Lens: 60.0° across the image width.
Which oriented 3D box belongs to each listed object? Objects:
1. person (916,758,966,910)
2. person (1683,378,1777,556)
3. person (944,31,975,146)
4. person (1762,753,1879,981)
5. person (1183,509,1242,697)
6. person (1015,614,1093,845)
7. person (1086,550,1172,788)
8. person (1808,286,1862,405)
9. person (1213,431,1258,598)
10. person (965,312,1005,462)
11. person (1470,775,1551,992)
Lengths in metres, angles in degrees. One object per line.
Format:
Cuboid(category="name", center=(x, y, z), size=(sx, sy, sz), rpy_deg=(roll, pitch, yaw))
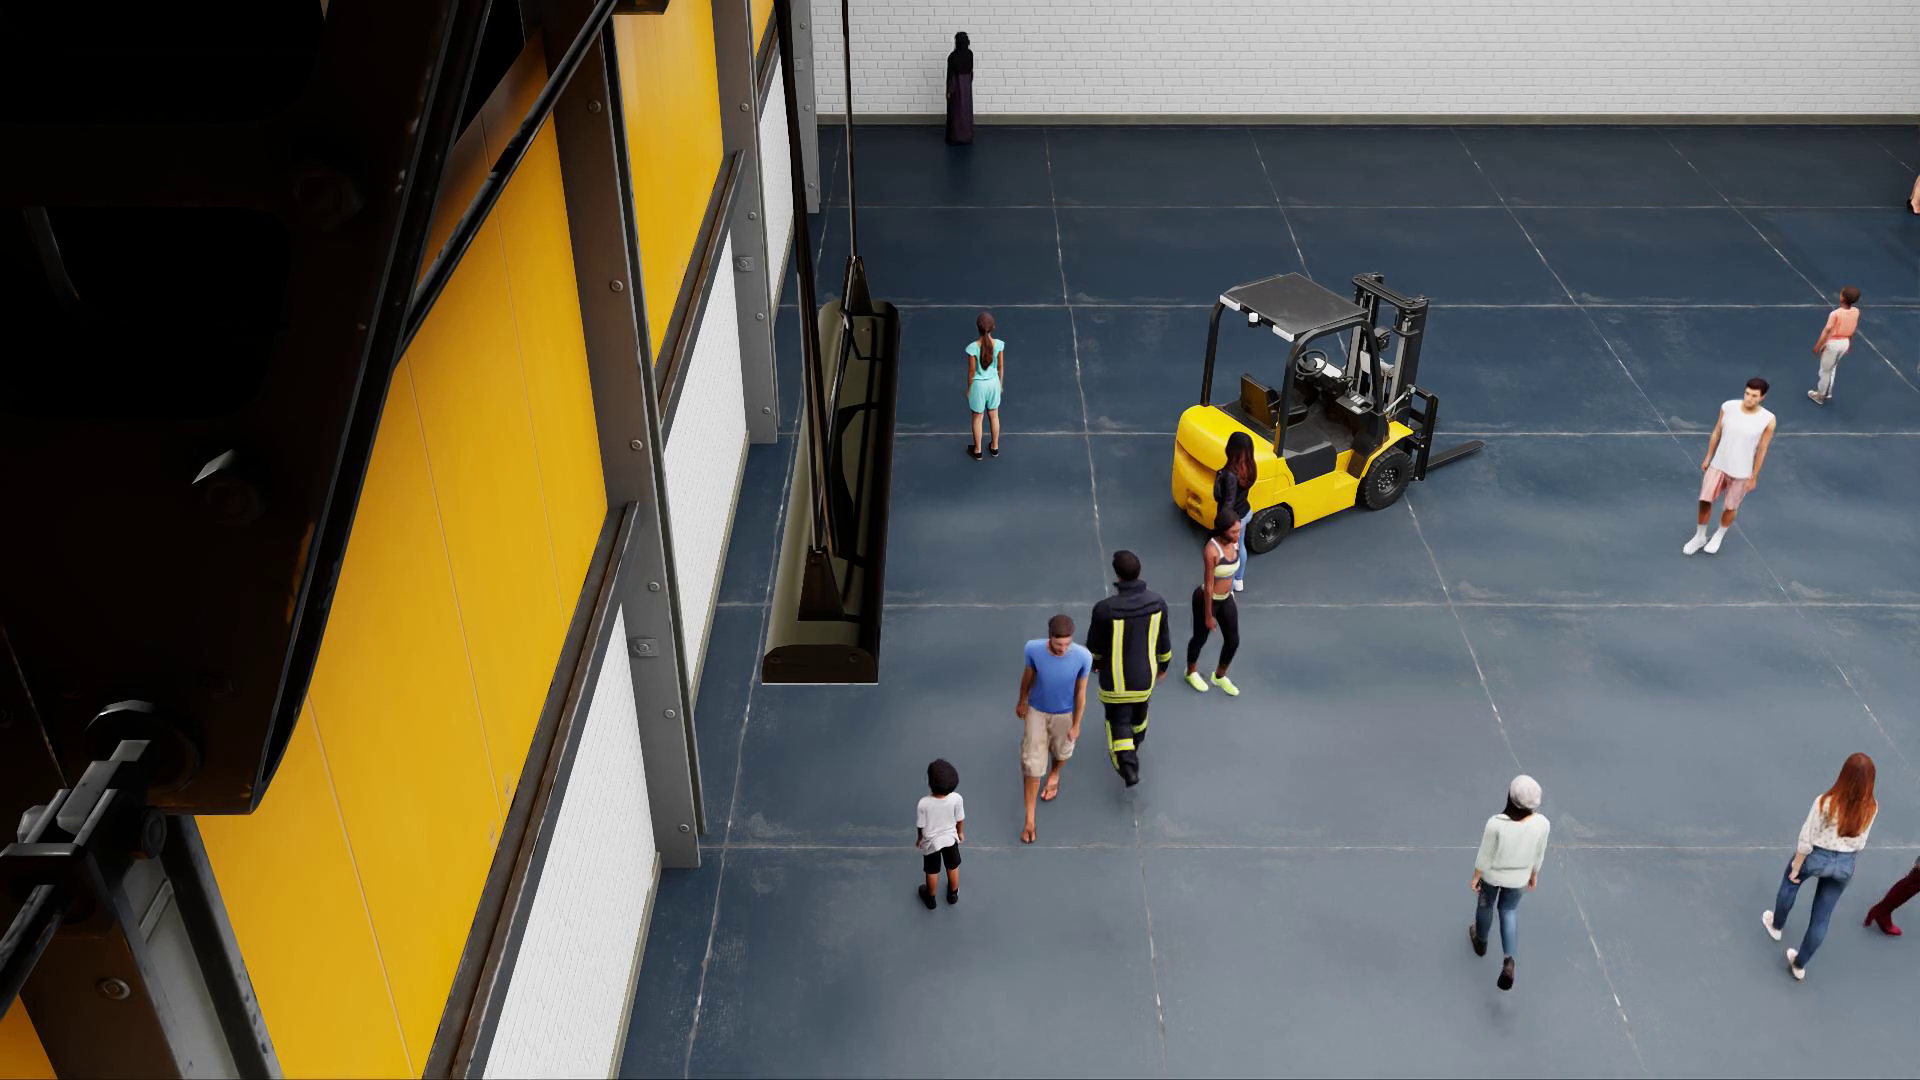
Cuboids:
Cuboid(category="person", center=(-0.135, 1.988, 11.262), size=(0.545, 1.265, 0.573), rpy_deg=(-8, 34, -12))
Cuboid(category="person", center=(6.930, -0.686, 14.824), size=(0.828, 1.776, 0.885), rpy_deg=(27, 42, 34))
Cuboid(category="person", center=(-0.005, -6.422, 23.603), size=(0.711, 1.611, 0.753), rpy_deg=(-22, 39, -29))
Cuboid(category="person", center=(5.562, 2.135, 10.643), size=(0.699, 1.707, 0.857), rpy_deg=(9, 35, 13))
Cuboid(category="person", center=(1.930, 0.461, 13.138), size=(0.764, 1.733, 0.836), rpy_deg=(-22, 39, -29))
Cuboid(category="person", center=(0.675, 1.175, 11.986), size=(0.776, 1.819, 1.157), rpy_deg=(6, 34, 9))
Cuboid(category="person", center=(1.244, 0.974, 12.221), size=(0.997, 1.893, 1.213), rpy_deg=(-8, 34, -12))
Cuboid(category="person", center=(9.104, -1.993, 17.218), size=(0.540, 1.303, 0.533), rpy_deg=(-5, 34, -8))
Cuboid(category="person", center=(2.337, -0.210, 14.237), size=(0.794, 1.634, 0.687), rpy_deg=(20, 38, 27))
Cuboid(category="person", center=(0.240, -1.515, 16.269), size=(0.616, 1.558, 0.630), rpy_deg=(-11, 35, -16))
Cuboid(category="person", center=(3.506, 2.186, 10.634), size=(0.577, 1.632, 0.903), rpy_deg=(0, 34, 0))
